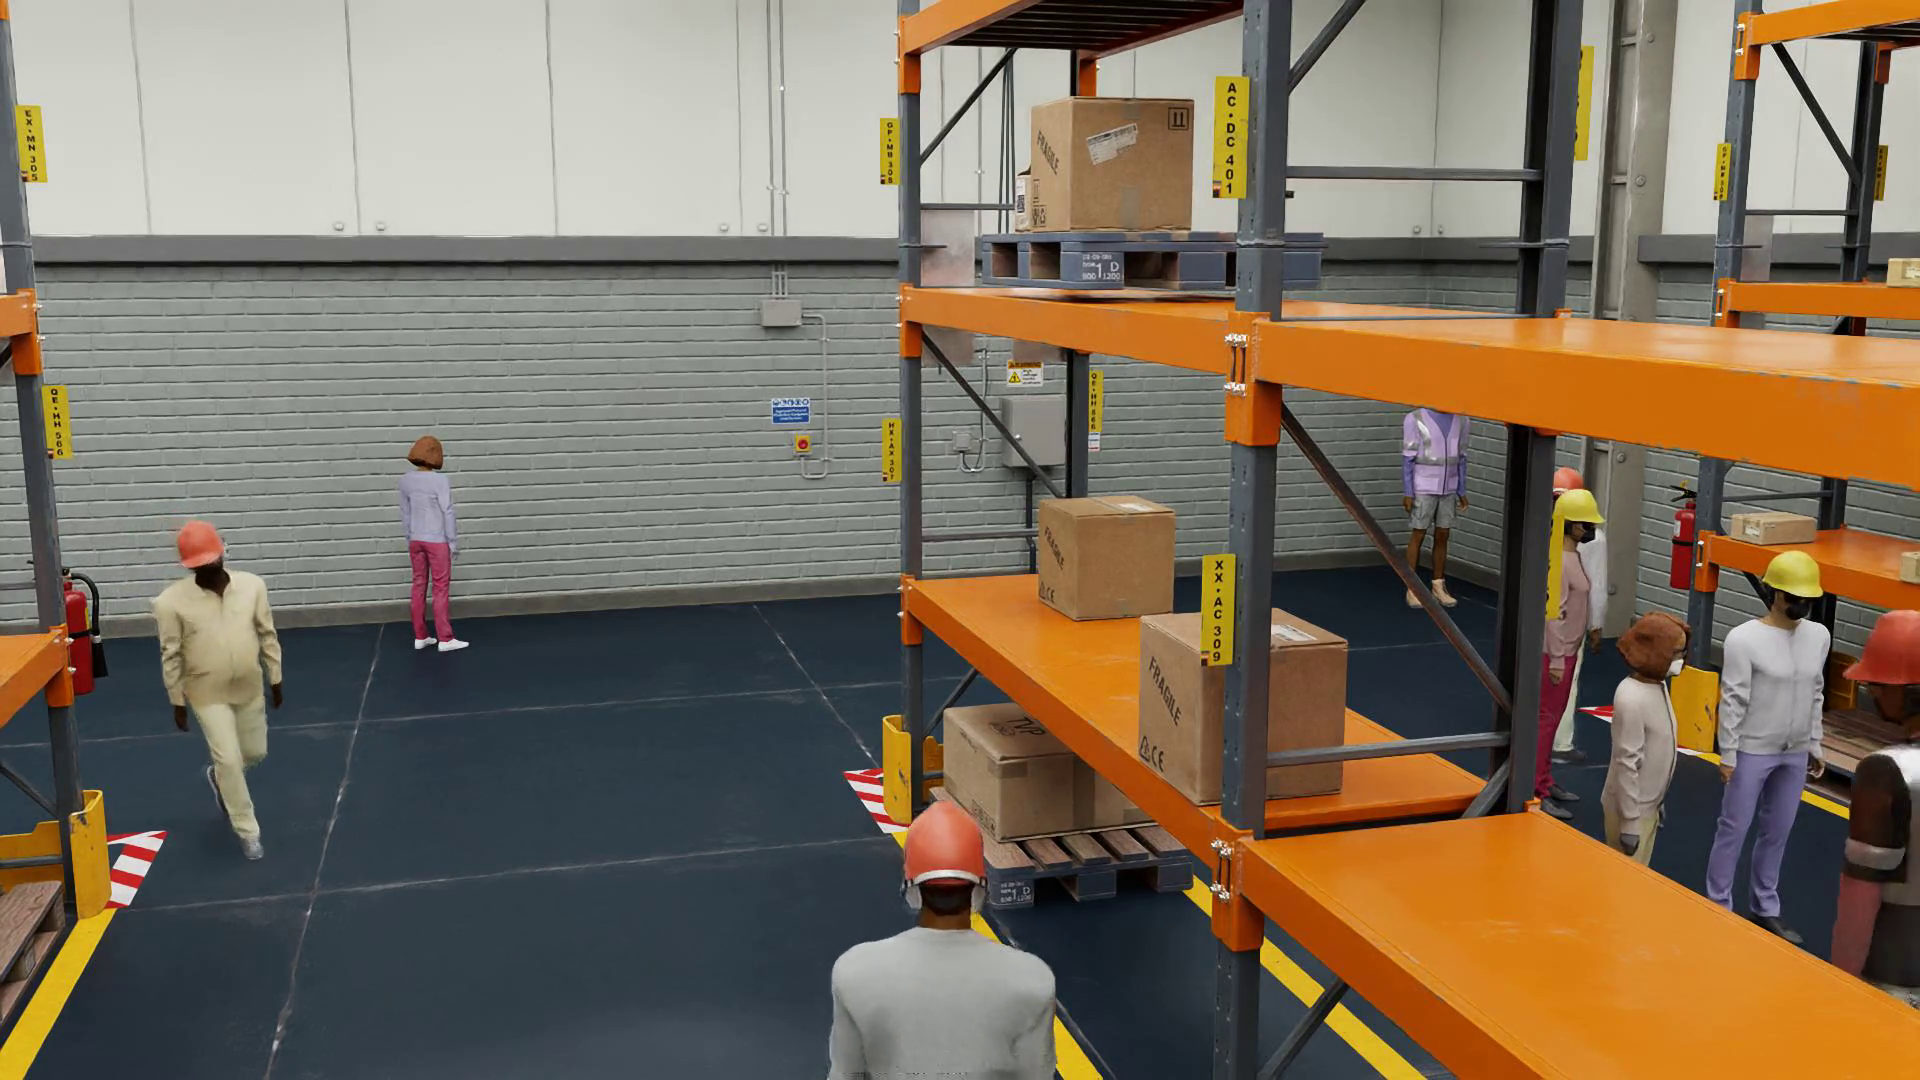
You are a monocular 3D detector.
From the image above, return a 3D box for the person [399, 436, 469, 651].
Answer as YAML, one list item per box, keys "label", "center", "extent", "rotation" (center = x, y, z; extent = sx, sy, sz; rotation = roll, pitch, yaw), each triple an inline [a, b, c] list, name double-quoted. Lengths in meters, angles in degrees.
- label: "person"
  center: [-3.997, 0.027, 12.576]
  extent: [0.498, 1.633, 0.279]
  rotation: [5, 11, 25]

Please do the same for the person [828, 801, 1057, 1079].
- label: "person"
  center: [-0.049, 1.492, 3.976]
  extent: [0.562, 1.727, 0.702]
  rotation: [1, 10, 4]

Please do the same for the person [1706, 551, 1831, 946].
- label: "person"
  center: [3.510, 0.911, 7.172]
  extent: [0.533, 1.765, 0.329]
  rotation: [-3, 10, -15]

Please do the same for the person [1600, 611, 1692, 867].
- label: "person"
  center: [2.691, 1.079, 6.583]
  extent: [0.279, 1.633, 0.499]
  rotation: [6, 12, 33]

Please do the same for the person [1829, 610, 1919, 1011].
- label: "person"
  center: [2.823, 1.207, 4.803]
  extent: [0.637, 2.016, 0.789]
  rotation: [-5, 11, -25]

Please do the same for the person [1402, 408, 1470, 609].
- label: "person"
  center: [4.025, -0.436, 14.049]
  extent: [0.607, 2.044, 0.378]
  rotation: [-3, 10, -16]

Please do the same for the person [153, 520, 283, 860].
- label: "person"
  center: [-3.742, 0.719, 8.392]
  extent: [0.681, 1.715, 0.590]
  rotation: [10, 14, 44]

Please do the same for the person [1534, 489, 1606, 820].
- label: "person"
  center: [3.251, 0.600, 8.938]
  extent: [0.324, 1.767, 0.533]
  rotation: [5, 11, 27]
